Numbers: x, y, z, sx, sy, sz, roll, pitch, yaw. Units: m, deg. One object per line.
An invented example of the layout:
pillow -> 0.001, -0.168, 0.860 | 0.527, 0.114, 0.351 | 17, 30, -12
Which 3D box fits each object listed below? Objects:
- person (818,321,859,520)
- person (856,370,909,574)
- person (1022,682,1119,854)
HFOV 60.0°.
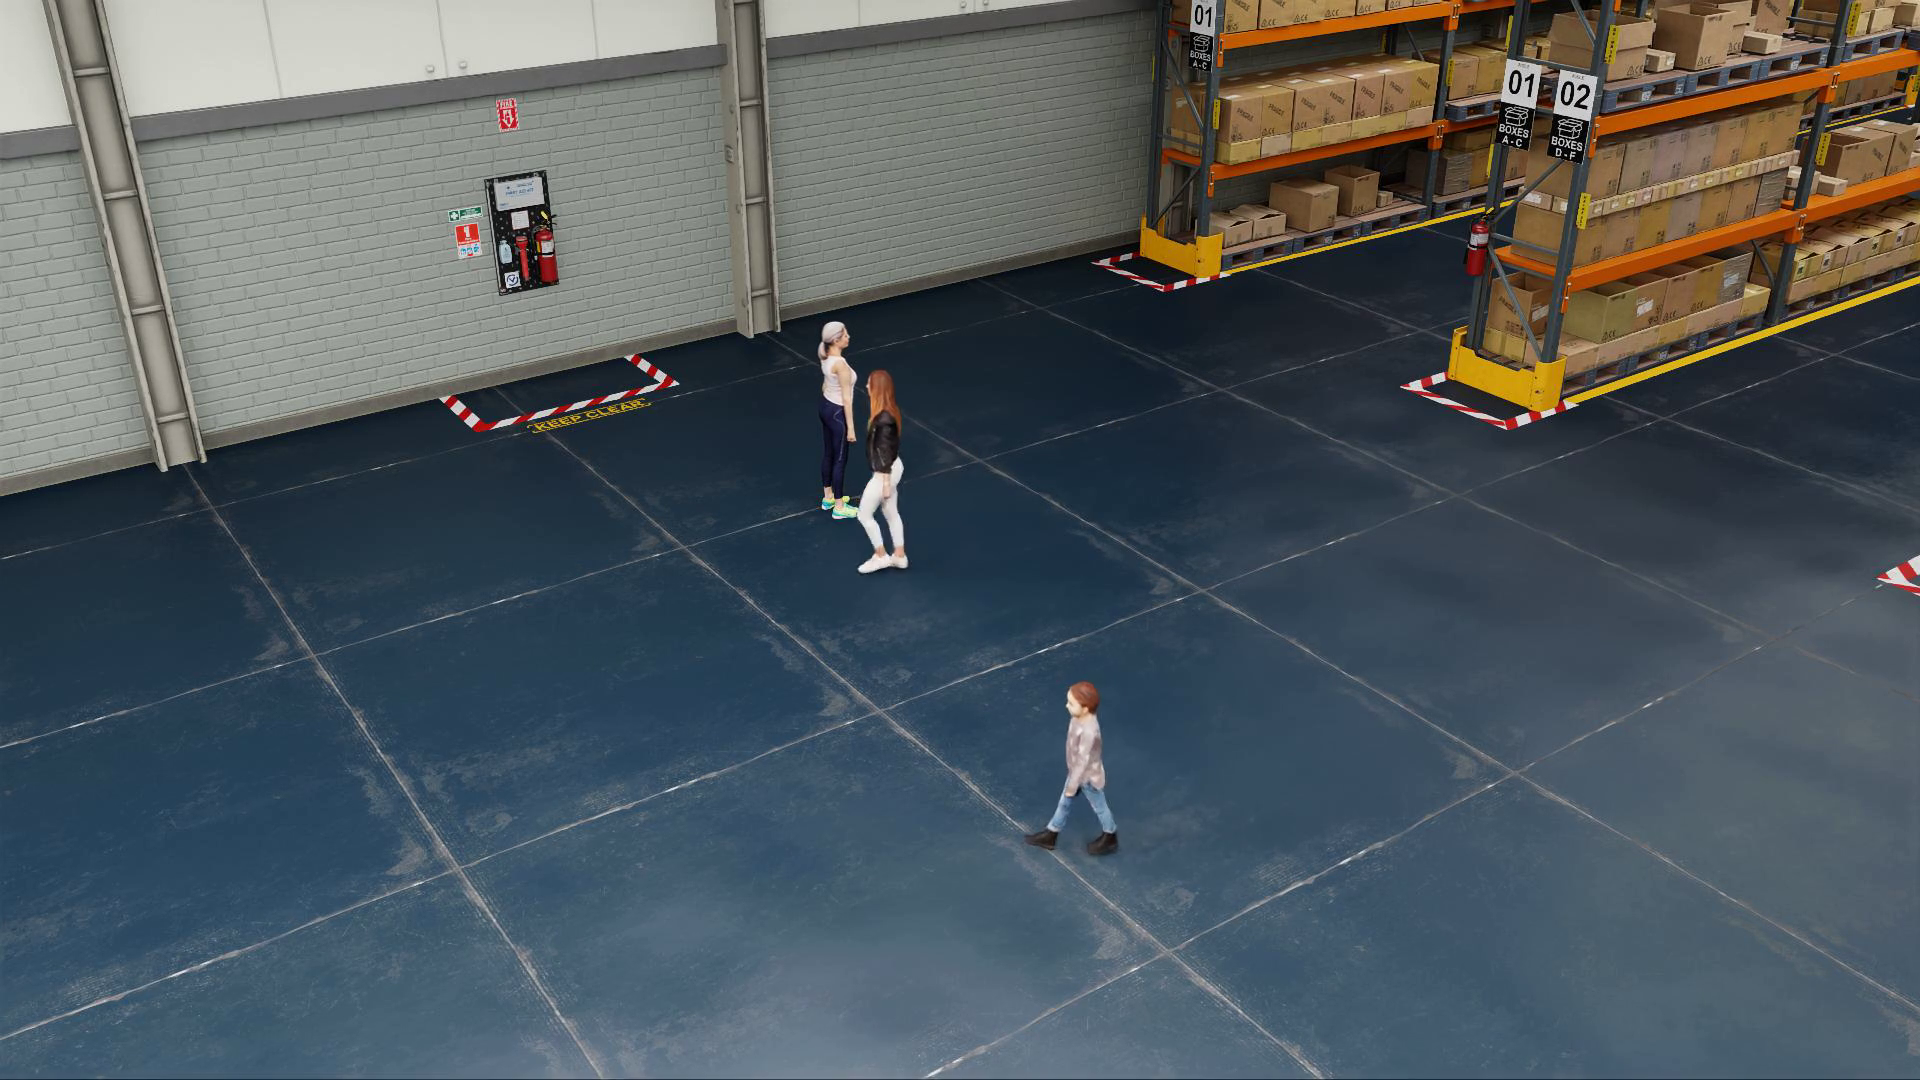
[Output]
person -> -1.041, -1.020, 13.917 | 0.564, 1.702, 0.634 | -13, 30, -24
person -> -0.507, -0.510, 12.941 | 0.792, 1.689, 0.743 | 2, 27, 4
person -> 0.795, 1.376, 9.852 | 0.872, 1.164, 0.683 | -5, 28, -10
